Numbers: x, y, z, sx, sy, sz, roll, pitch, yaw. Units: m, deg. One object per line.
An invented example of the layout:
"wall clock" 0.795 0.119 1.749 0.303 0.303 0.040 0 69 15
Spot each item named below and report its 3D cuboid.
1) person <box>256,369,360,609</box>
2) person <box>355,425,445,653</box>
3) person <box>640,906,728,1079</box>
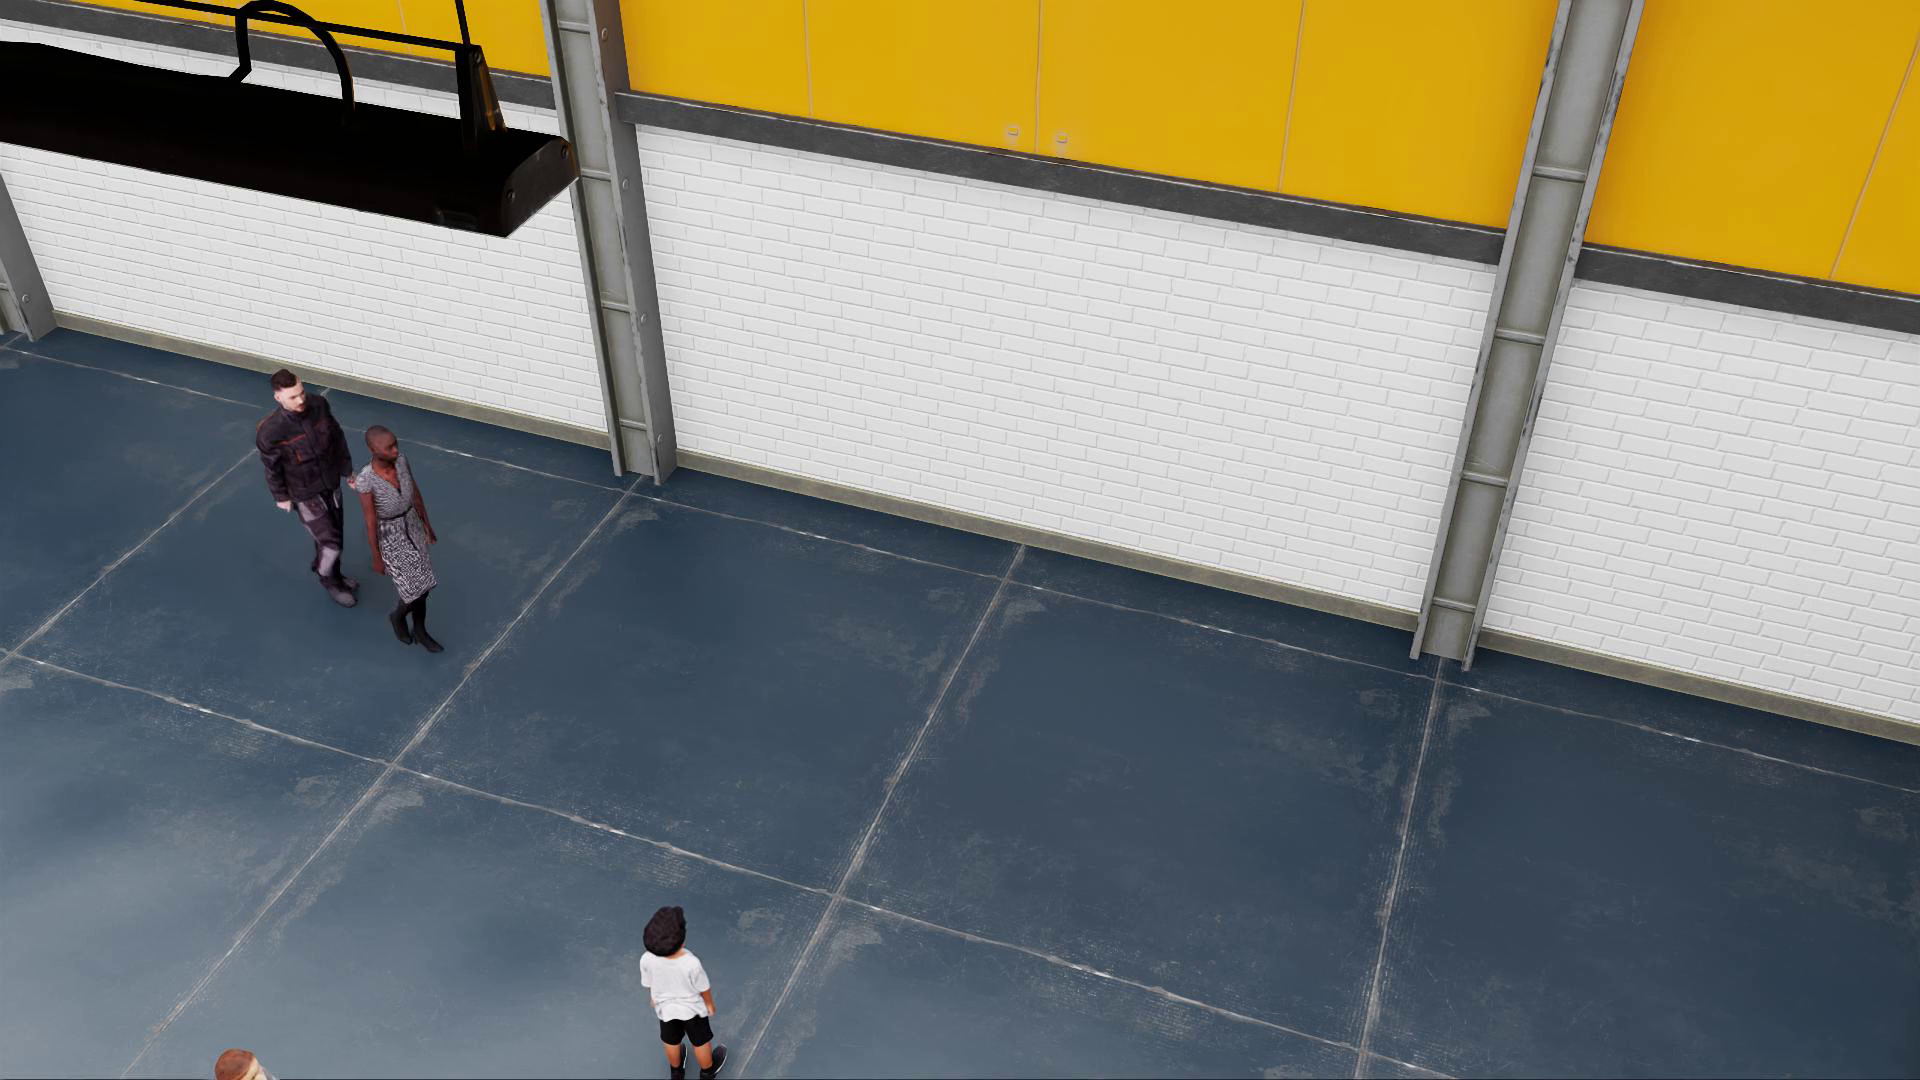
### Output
"person" -4.382 -0.405 11.108 0.740 1.834 0.751 18 42 21
"person" -3.647 0.012 10.629 0.708 1.780 0.617 14 41 17
"person" -1.386 2.266 8.222 0.492 1.262 0.590 5 39 6
